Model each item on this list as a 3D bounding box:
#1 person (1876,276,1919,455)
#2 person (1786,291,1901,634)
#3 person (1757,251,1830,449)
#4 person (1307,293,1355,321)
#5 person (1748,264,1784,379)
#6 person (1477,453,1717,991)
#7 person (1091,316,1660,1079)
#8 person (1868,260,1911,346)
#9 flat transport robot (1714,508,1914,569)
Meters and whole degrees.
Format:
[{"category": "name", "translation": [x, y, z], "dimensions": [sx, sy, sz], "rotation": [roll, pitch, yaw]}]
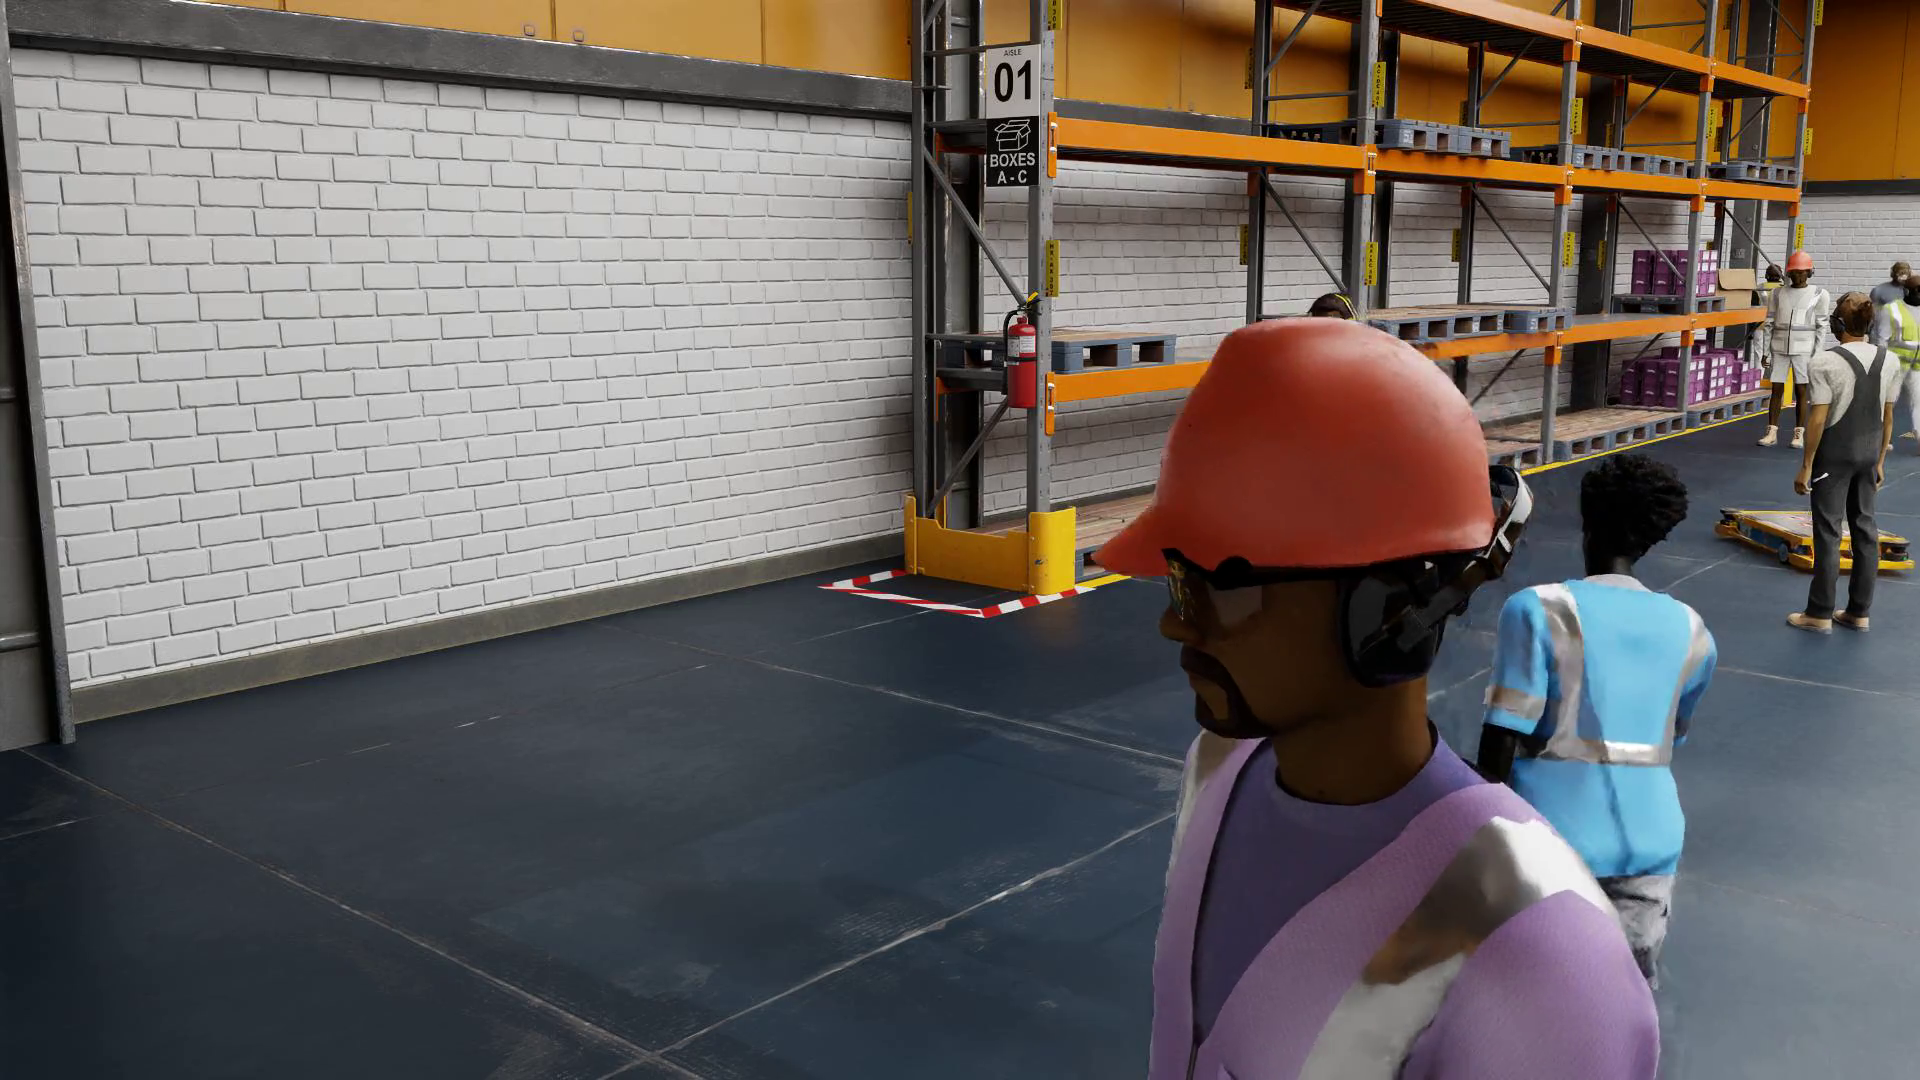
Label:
[{"category": "person", "translation": [9.598, -1.764, 16.831], "dimensions": [0.646, 1.804, 0.869], "rotation": [1, 10, 6]}, {"category": "person", "translation": [4.755, -0.409, 8.963], "dimensions": [0.507, 1.847, 0.351], "rotation": [-1, 10, -7]}, {"category": "person", "translation": [8.664, -1.974, 17.311], "dimensions": [0.608, 2.045, 0.369], "rotation": [9, 13, 41]}, {"category": "person", "translation": [1.881, -0.353, 8.644], "dimensions": [0.496, 1.846, 0.534], "rotation": [-10, 14, -44]}, {"category": "person", "translation": [11.678, -3.048, 24.002], "dimensions": [0.626, 1.844, 0.429], "rotation": [1, 10, 3]}, {"category": "person", "translation": [1.286, 0.641, 3.547], "dimensions": [0.590, 1.649, 0.648], "rotation": [-1, 10, -8]}, {"category": "person", "translation": [0.328, 0.818, 1.480], "dimensions": [0.751, 2.028, 0.625], "rotation": [-3, 10, -15]}, {"category": "person", "translation": [12.059, -2.645, 21.497], "dimensions": [0.621, 1.925, 0.489], "rotation": [4, 11, 23]}, {"category": "flat transport robot", "translation": [5.734, -0.020, 11.233], "dimensions": [0.652, 0.197, 1.431], "rotation": [0, 10, 1]}]
